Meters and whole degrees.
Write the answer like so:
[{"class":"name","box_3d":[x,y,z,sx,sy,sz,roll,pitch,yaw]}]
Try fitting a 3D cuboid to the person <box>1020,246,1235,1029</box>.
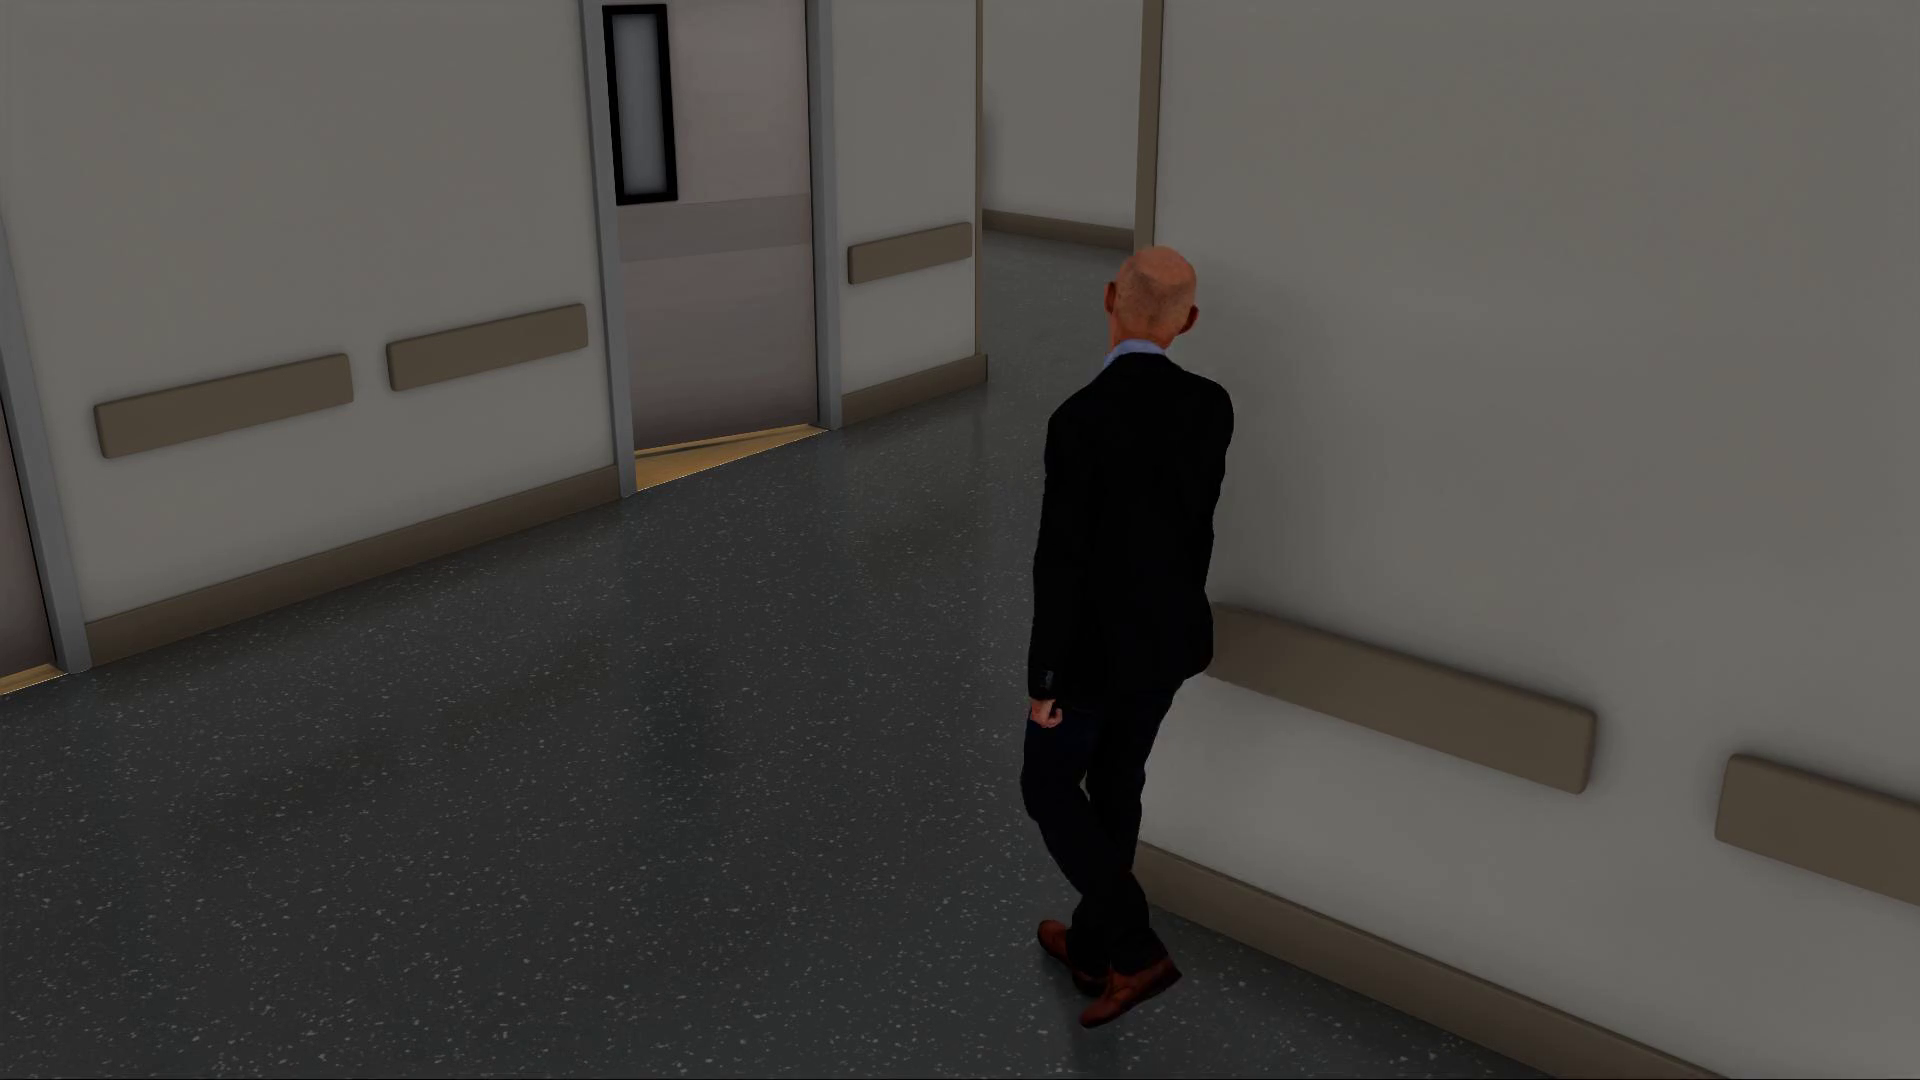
[{"class":"person","box_3d":[0.402,0.267,3.698,0.879,1.775,0.889,-14,25,-33]}]
